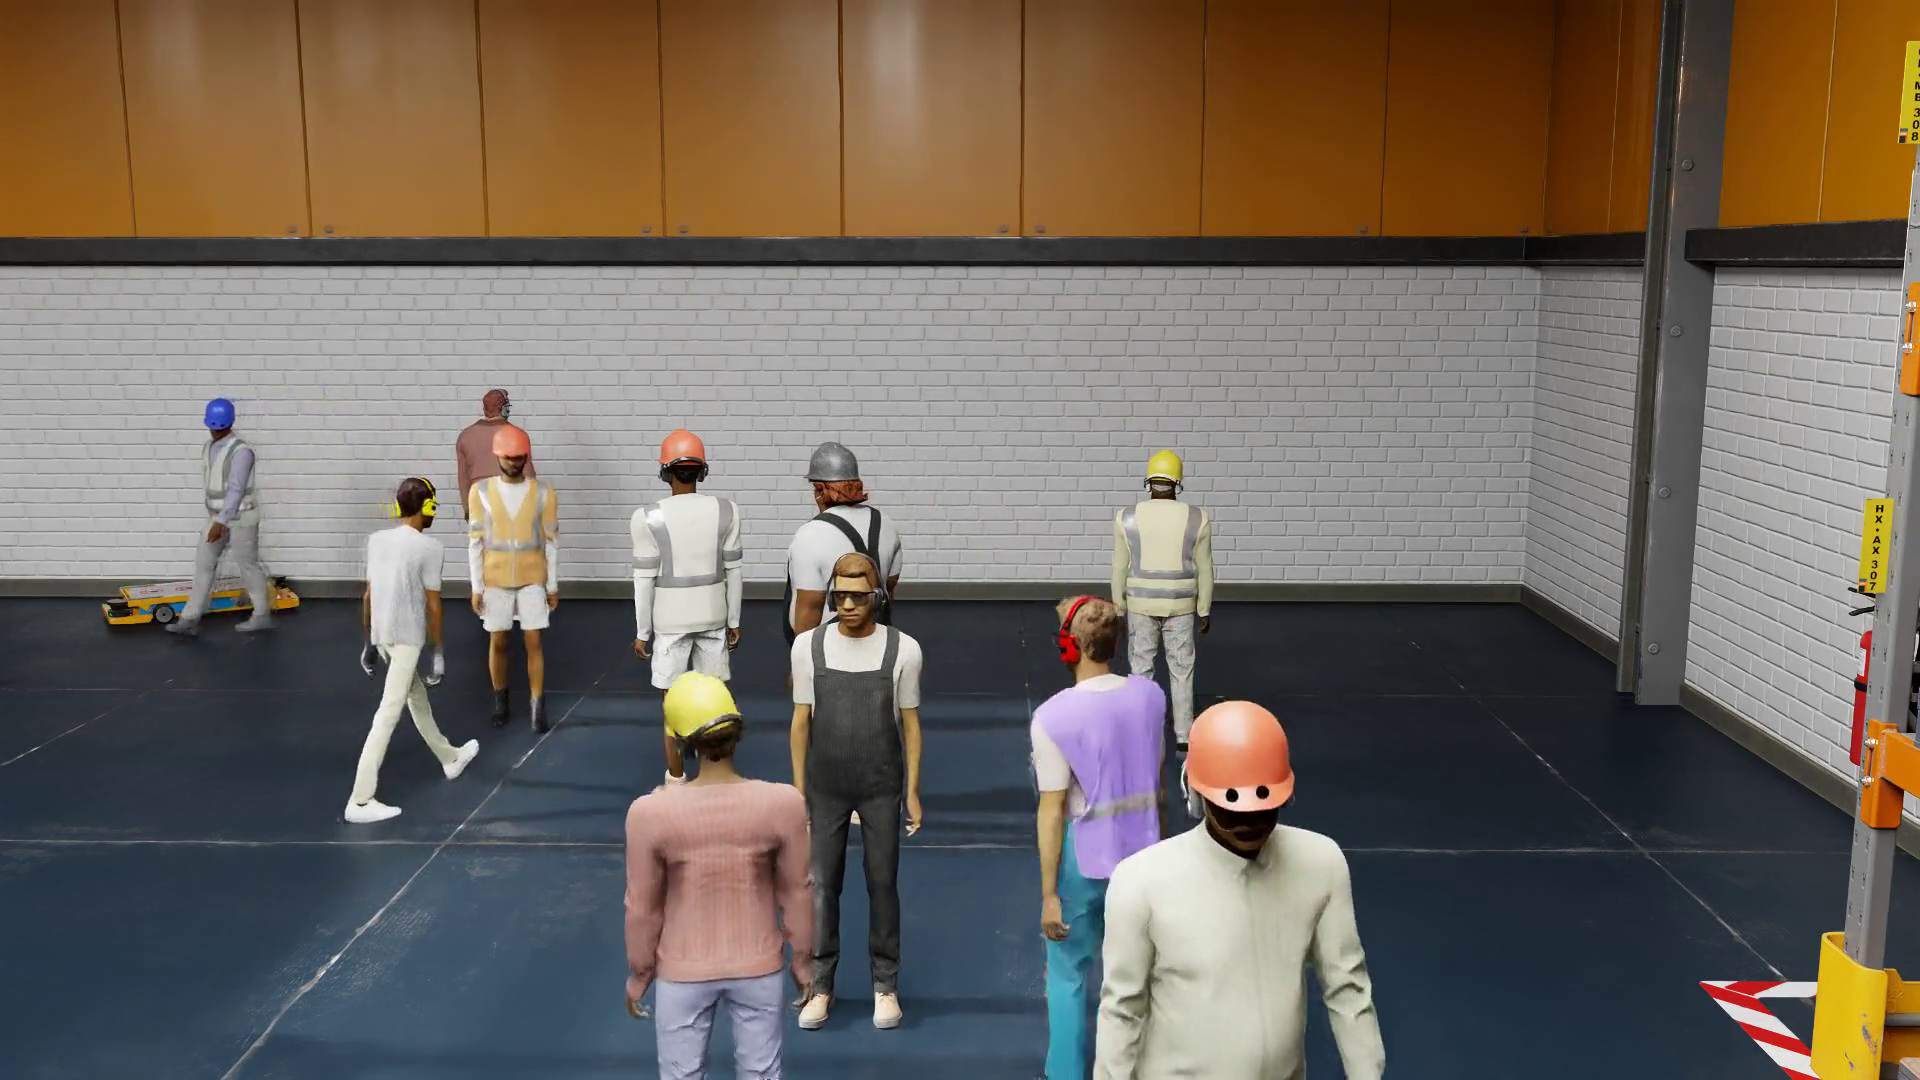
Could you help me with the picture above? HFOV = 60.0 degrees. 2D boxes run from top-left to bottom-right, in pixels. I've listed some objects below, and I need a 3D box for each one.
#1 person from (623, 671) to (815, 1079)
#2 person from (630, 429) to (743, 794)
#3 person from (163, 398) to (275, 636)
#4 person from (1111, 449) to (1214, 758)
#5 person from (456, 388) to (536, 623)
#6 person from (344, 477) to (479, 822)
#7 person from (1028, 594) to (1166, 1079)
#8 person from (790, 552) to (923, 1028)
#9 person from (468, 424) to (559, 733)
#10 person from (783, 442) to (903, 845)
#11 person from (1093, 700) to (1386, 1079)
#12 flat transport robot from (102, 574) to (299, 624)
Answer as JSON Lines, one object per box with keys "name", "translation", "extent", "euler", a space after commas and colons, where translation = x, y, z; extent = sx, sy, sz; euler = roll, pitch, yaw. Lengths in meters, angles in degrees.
{"name": "person", "translation": [-0.696, 1.253, 4.837], "extent": [0.556, 1.754, 0.329], "euler": [-2, 10, -12]}
{"name": "person", "translation": [-1.459, 0.429, 8.898], "extent": [0.608, 2.044, 0.370], "euler": [-5, 11, -28]}
{"name": "person", "translation": [-5.750, -0.157, 12.888], "extent": [0.641, 1.879, 0.927], "euler": [6, 11, 34]}
{"name": "person", "translation": [1.192, 0.378, 9.828], "extent": [0.600, 1.830, 0.404], "euler": [1, 10, 7]}
{"name": "person", "translation": [-3.735, -0.277, 13.535], "extent": [0.652, 1.906, 0.403], "euler": [2, 10, 11]}
{"name": "person", "translation": [-2.993, 0.552, 9.002], "extent": [0.537, 1.763, 1.133], "euler": [5, 11, 27]}
{"name": "person", "translation": [0.525, 1.105, 5.515], "extent": [0.578, 1.826, 0.675], "euler": [-7, 12, -36]}
{"name": "person", "translation": [-0.394, 0.953, 6.348], "extent": [0.506, 1.847, 0.350], "euler": [0, 9, 2]}
{"name": "person", "translation": [-2.779, 0.239, 10.394], "extent": [0.545, 1.945, 0.386], "euler": [-2, 10, -13]}
{"name": "person", "translation": [-0.640, 0.514, 8.392], "extent": [0.536, 2.000, 0.688], "euler": [8, 12, 39]}
{"name": "person", "translation": [0.673, 1.322, 3.774], "extent": [0.624, 1.957, 0.806], "euler": [-5, 11, -26]}
{"name": "flat transport robot", "translation": [-6.332, 0.484, 13.867], "extent": [1.431, 0.197, 0.652], "euler": [-6, 11, -31]}
